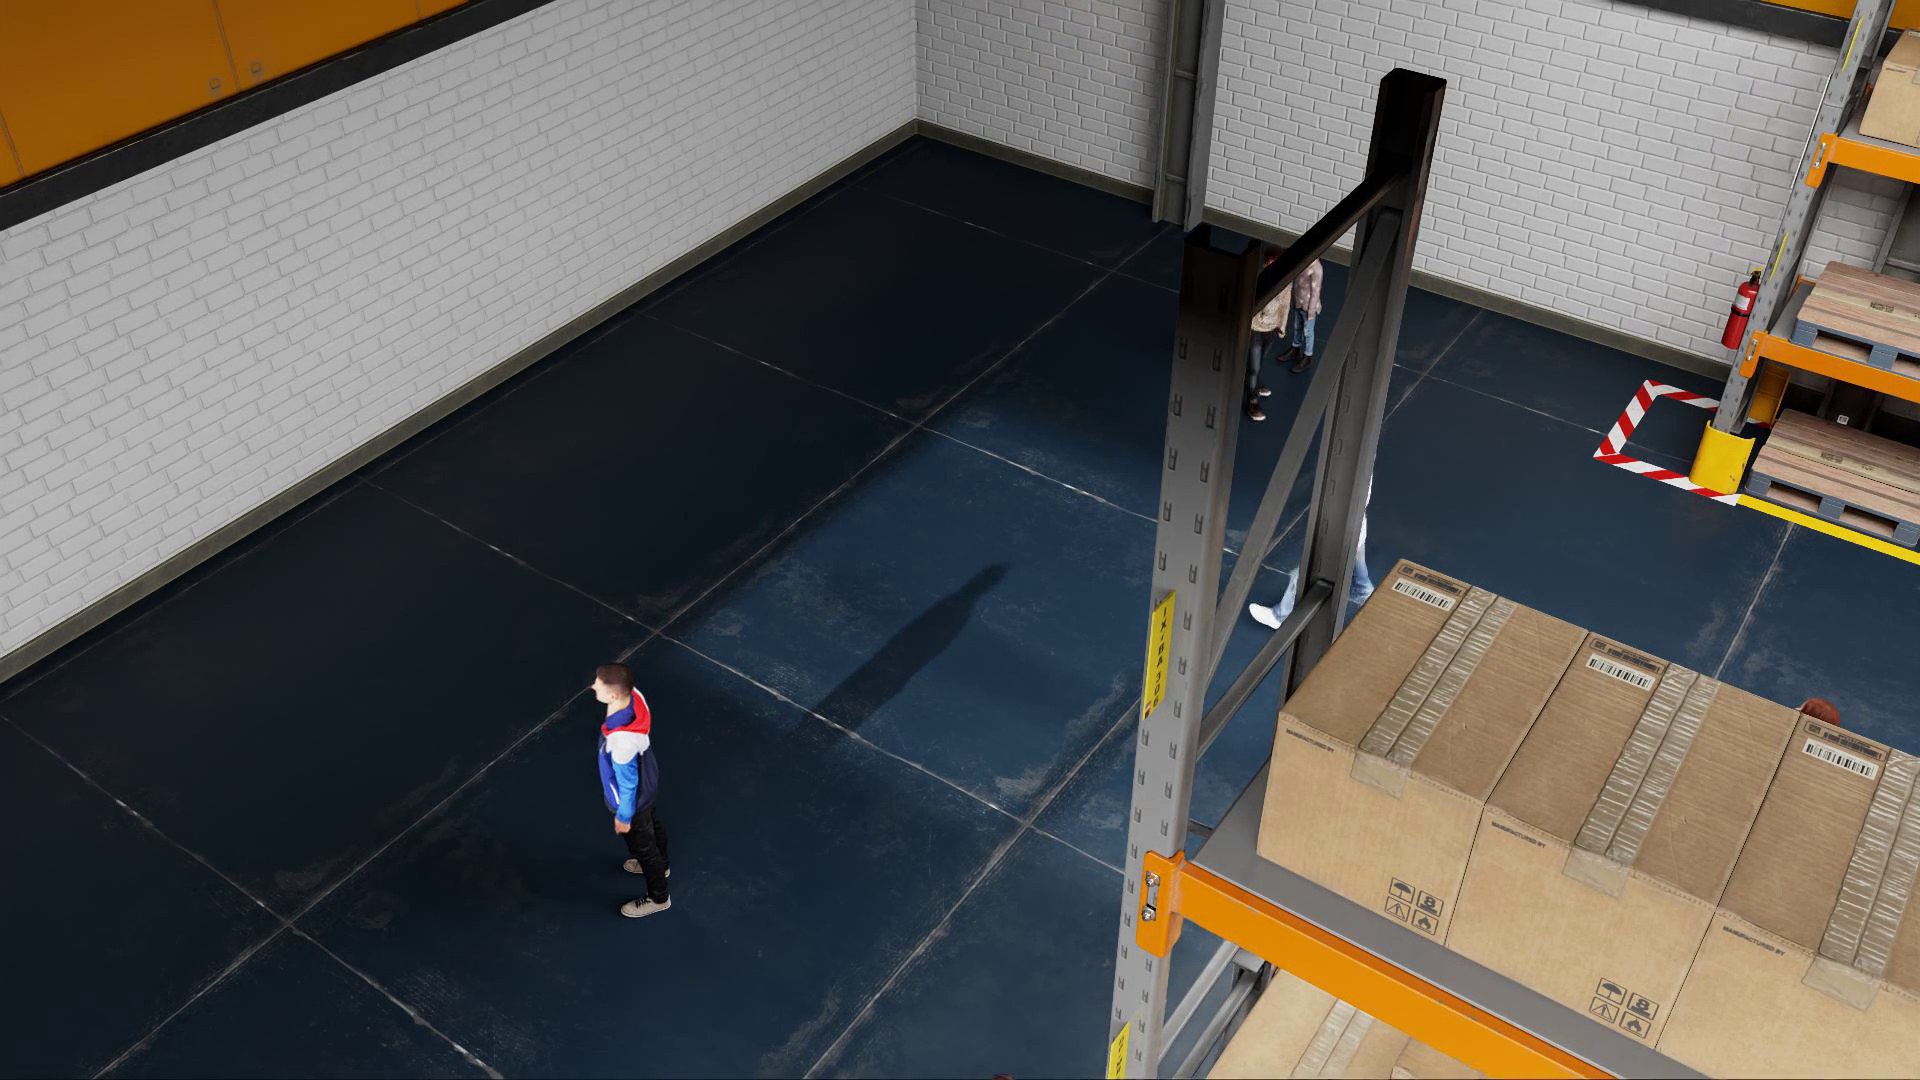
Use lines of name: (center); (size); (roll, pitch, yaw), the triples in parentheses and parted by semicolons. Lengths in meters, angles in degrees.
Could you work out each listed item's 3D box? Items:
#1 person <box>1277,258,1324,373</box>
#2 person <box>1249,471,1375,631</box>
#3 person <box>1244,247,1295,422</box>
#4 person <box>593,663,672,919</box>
person: (2.813, -1.940, 13.508); (0.606, 1.193, 0.517); (-16, 41, -19)
person: (2.506, -0.005, 10.618); (1.173, 1.775, 0.691); (20, 43, 23)
person: (2.331, -1.687, 12.994); (0.749, 1.438, 0.867); (-23, 44, -26)
person: (-1.762, 1.323, 8.970); (0.760, 1.757, 0.722); (-3, 39, -3)
